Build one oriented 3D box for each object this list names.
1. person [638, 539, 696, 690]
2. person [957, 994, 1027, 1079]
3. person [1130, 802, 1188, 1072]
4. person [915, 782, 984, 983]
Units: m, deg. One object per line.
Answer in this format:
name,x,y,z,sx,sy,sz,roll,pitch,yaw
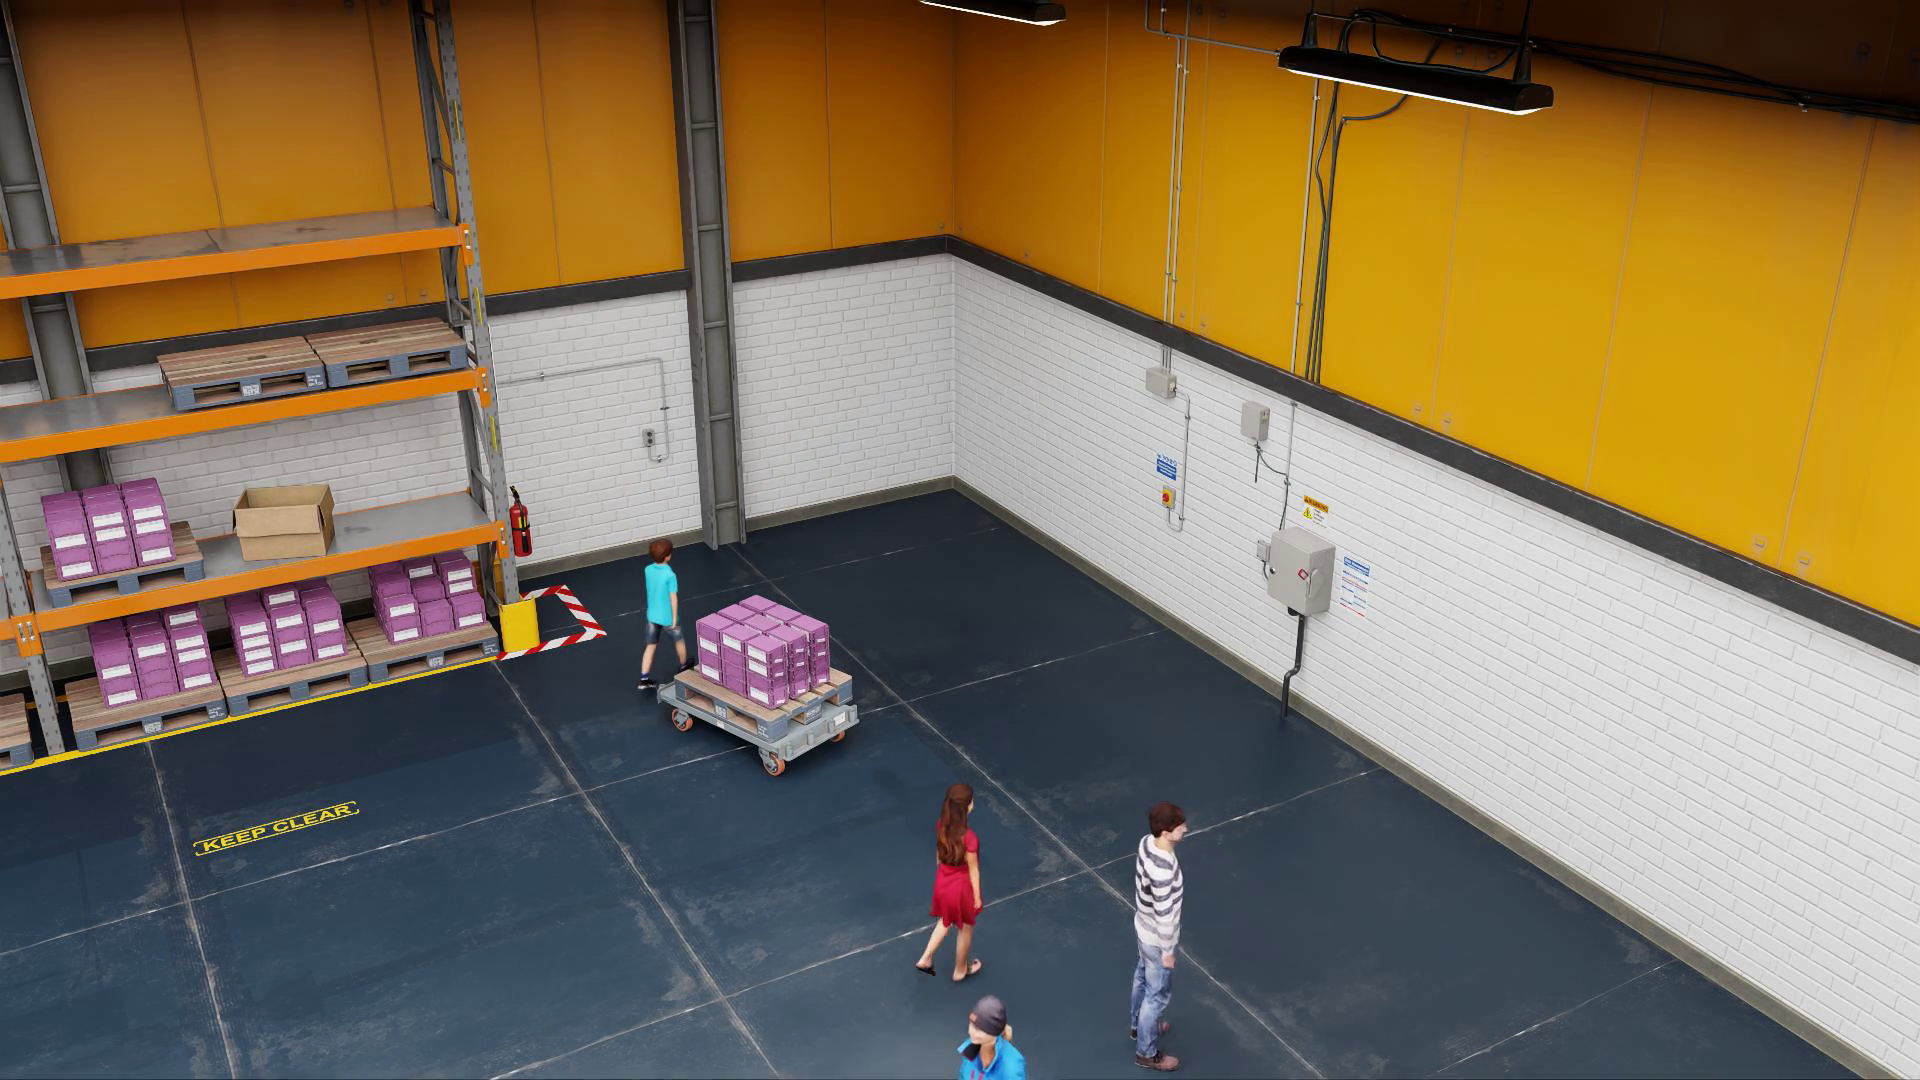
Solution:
person,-2.741,0.692,15.032,0.854,1.422,0.990,10,26,22
person,0.269,3.170,8.918,0.756,1.778,0.640,-13,27,-28
person,1.234,2.449,10.476,0.695,1.852,0.728,-3,24,-7
person,-0.066,2.340,11.113,0.829,1.541,0.644,-21,31,-40
